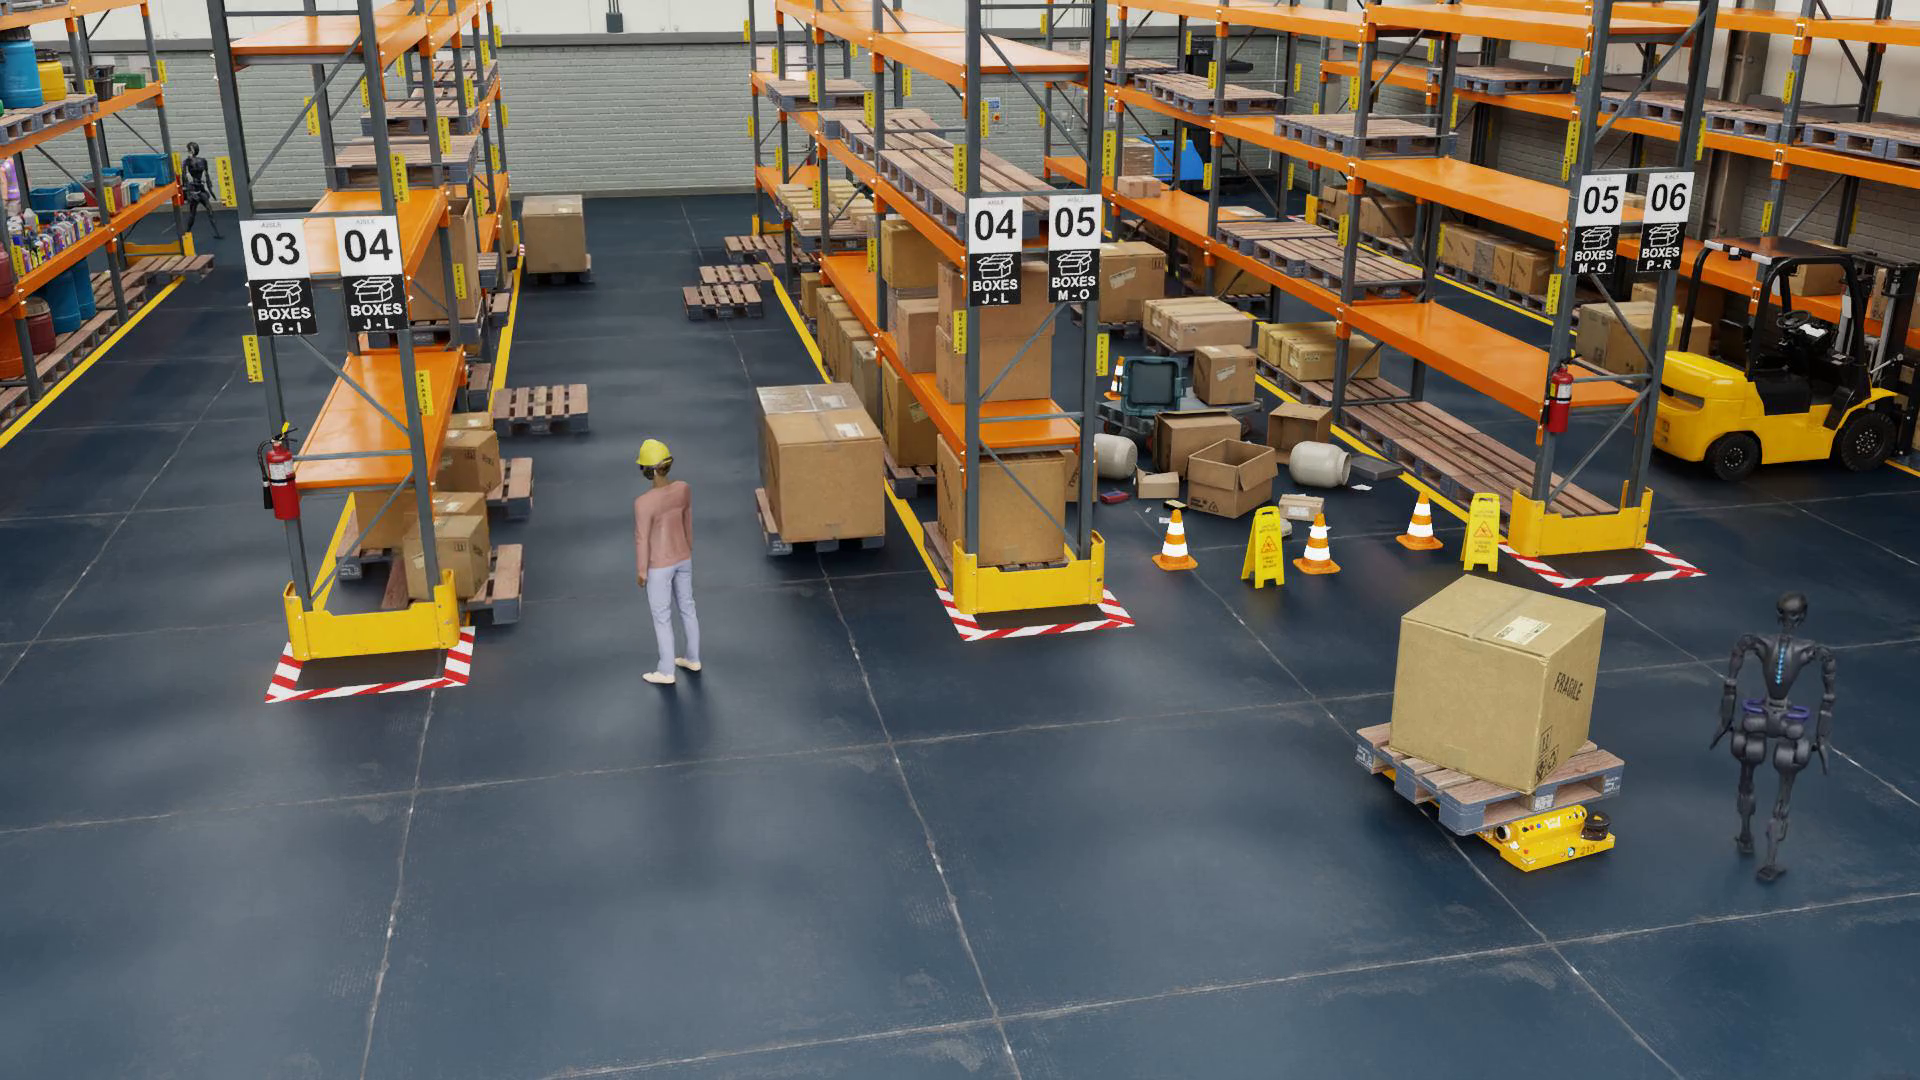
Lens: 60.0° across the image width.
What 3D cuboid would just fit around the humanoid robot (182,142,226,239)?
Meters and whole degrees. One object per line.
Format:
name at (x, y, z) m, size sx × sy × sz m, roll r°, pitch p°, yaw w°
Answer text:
humanoid robot at (-12.923, -5.911, 28.168) m, size 0.783 × 1.627 × 0.588 m, roll 7°, pitch 22°, yaw 19°

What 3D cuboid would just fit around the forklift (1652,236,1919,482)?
forklift at (8.013, -1.814, 16.330) m, size 2.313 × 2.155 × 1.214 m, roll -4°, pitch 21°, yaw -12°

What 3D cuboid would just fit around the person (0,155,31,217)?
person at (-15.371, -5.563, 27.148) m, size 0.352 × 1.688 × 0.489 m, roll 11°, pitch 23°, yaw 27°

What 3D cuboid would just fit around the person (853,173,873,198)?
person at (-1.844, -6.899, 30.769) m, size 0.809 × 1.669 × 0.530 m, roll -1°, pitch 20°, yaw -3°

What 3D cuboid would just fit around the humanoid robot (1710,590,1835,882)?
humanoid robot at (4.557, 1.072, 9.306) m, size 0.608 × 1.636 × 0.537 m, roll 11°, pitch 23°, yaw 26°

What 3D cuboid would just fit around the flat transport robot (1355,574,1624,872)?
flat transport robot at (3.179, 1.533, 10.075) m, size 0.659 × 0.231 × 1.431 m, roll -9°, pitch 22°, yaw -23°

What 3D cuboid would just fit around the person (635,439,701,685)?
person at (-2.077, 0.148, 11.667) m, size 0.340 × 1.759 × 0.528 m, roll 13°, pitch 24°, yaw 32°

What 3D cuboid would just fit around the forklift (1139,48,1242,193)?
forklift at (4.566, -8.313, 32.860) m, size 1.873 × 2.768 × 1.129 m, roll -4°, pitch 21°, yaw -12°
